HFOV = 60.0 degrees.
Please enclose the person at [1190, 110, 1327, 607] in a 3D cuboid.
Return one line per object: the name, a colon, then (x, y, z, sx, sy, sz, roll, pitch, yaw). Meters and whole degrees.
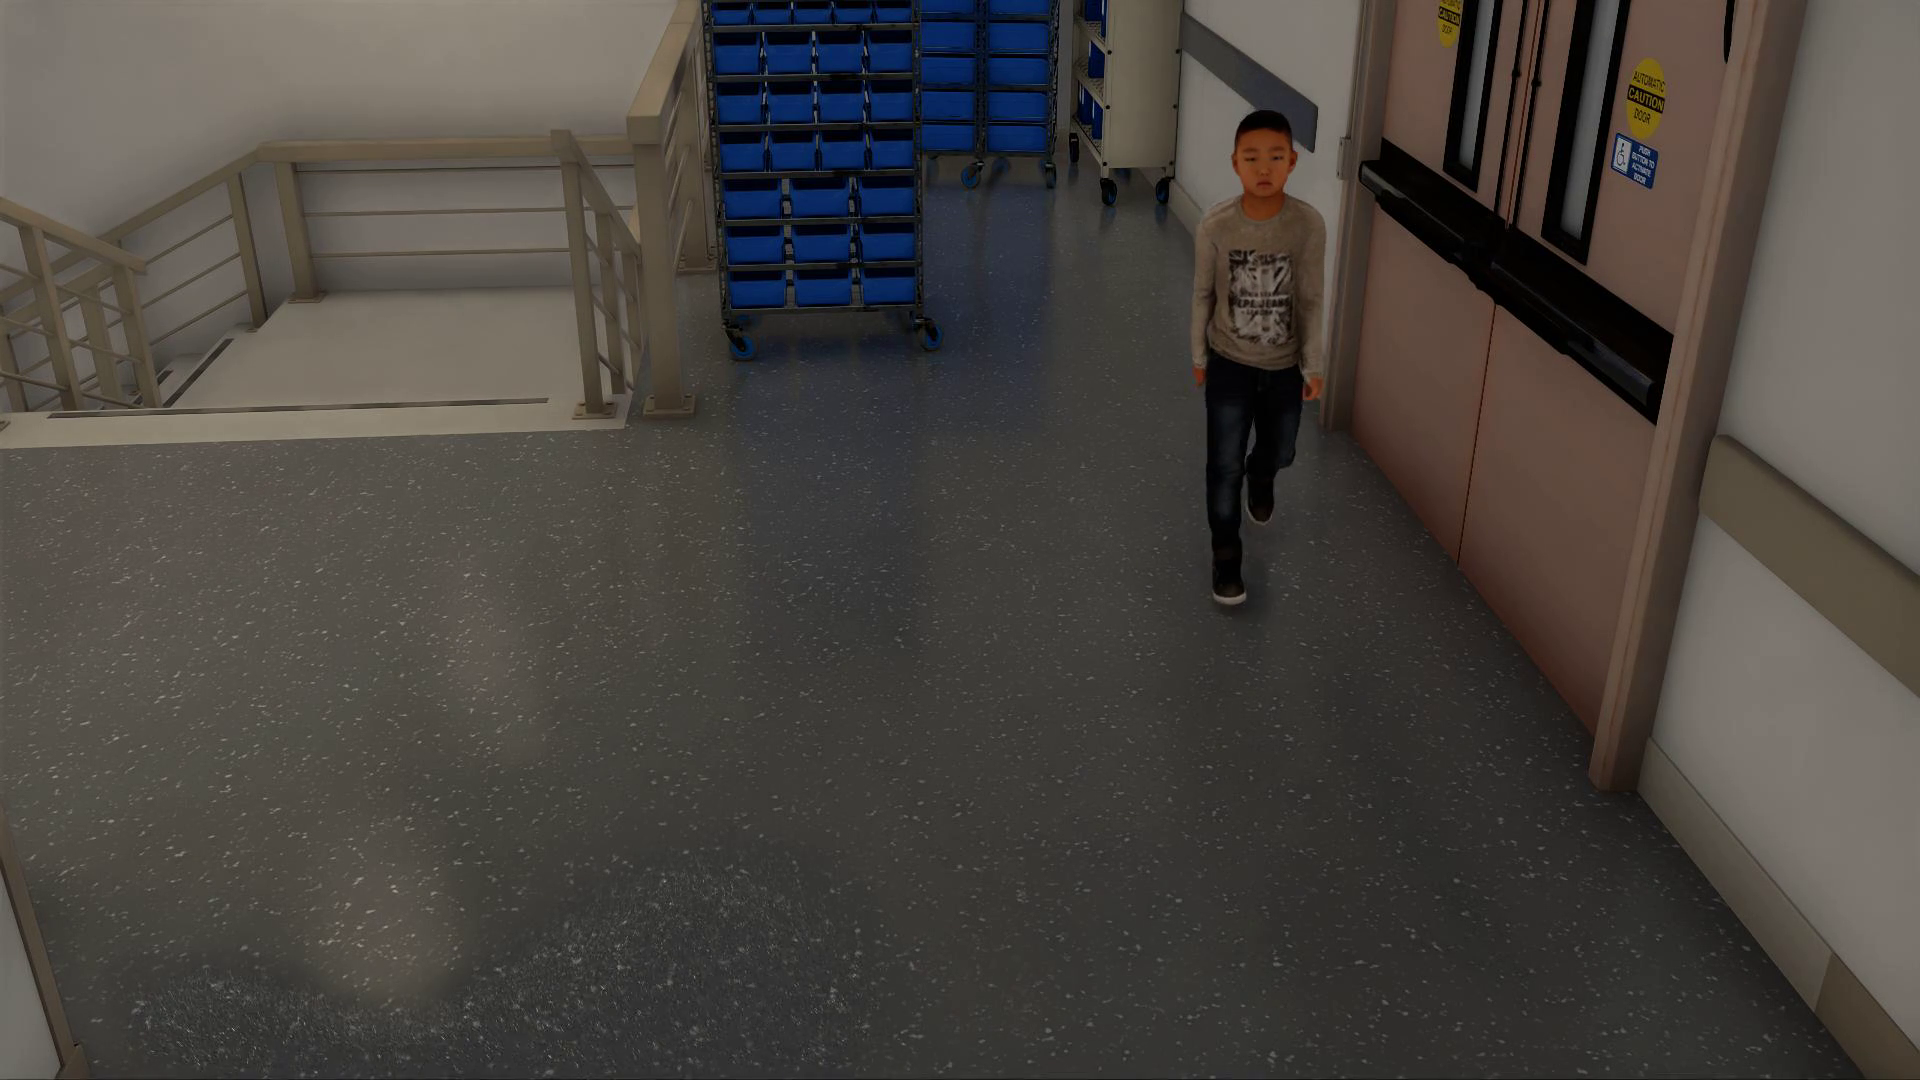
person: (0.896, -0.564, 5.031, 0.611, 1.448, 0.910, 2, 26, 4)
